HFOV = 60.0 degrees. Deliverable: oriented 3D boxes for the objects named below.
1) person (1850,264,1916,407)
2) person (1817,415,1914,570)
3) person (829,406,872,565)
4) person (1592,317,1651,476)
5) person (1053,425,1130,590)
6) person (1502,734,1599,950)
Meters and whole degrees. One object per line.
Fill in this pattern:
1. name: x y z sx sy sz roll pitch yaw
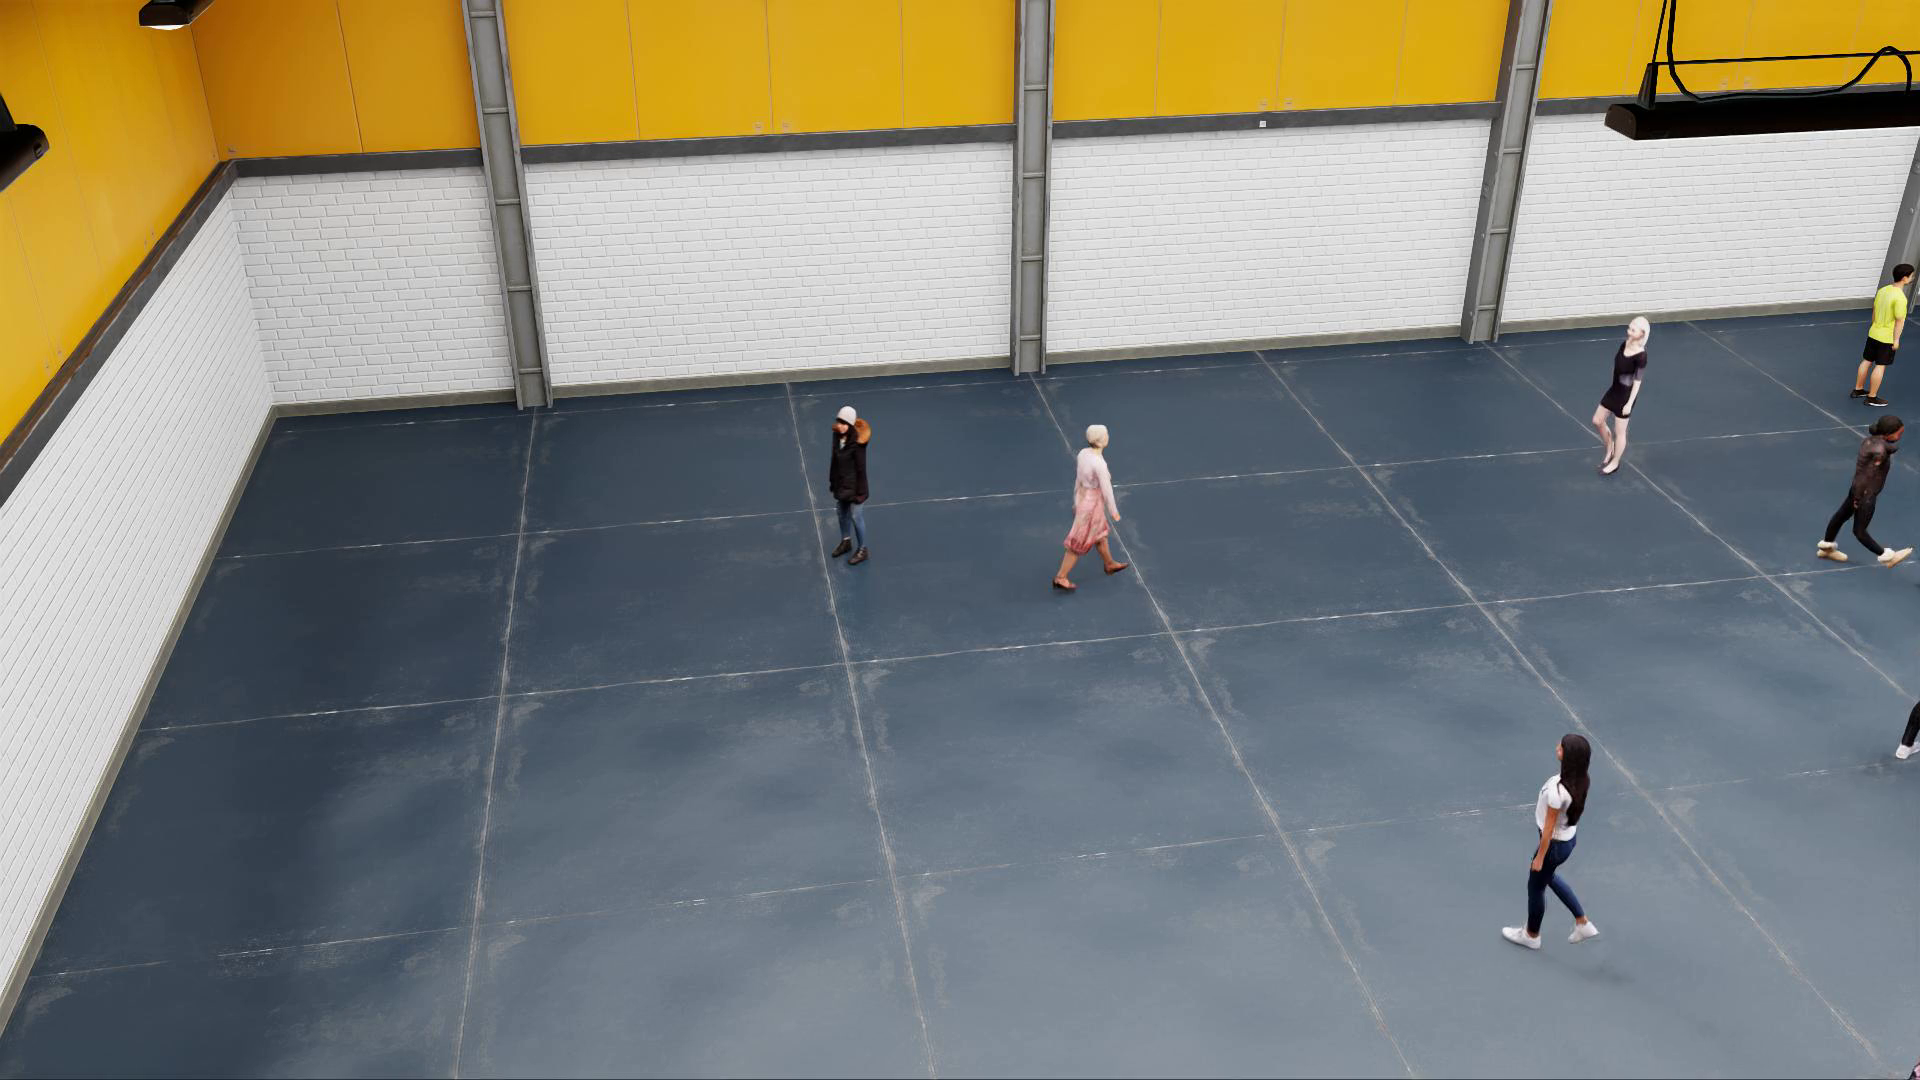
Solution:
1. person: 10.844 -2.423 19.513 0.512 1.709 0.609 -5 29 -9
2. person: 8.802 -0.426 15.923 0.919 1.640 1.082 -3 29 -5
3. person: -1.068 -0.549 16.160 0.739 1.630 0.784 24 37 37
4. person: 7.150 -1.530 17.760 0.622 1.821 0.646 -8 30 -14
5. person: 1.151 -0.262 15.612 1.100 1.651 0.705 -10 30 -17
6. person: 4.087 2.090 11.183 0.930 1.762 0.880 20 34 32
